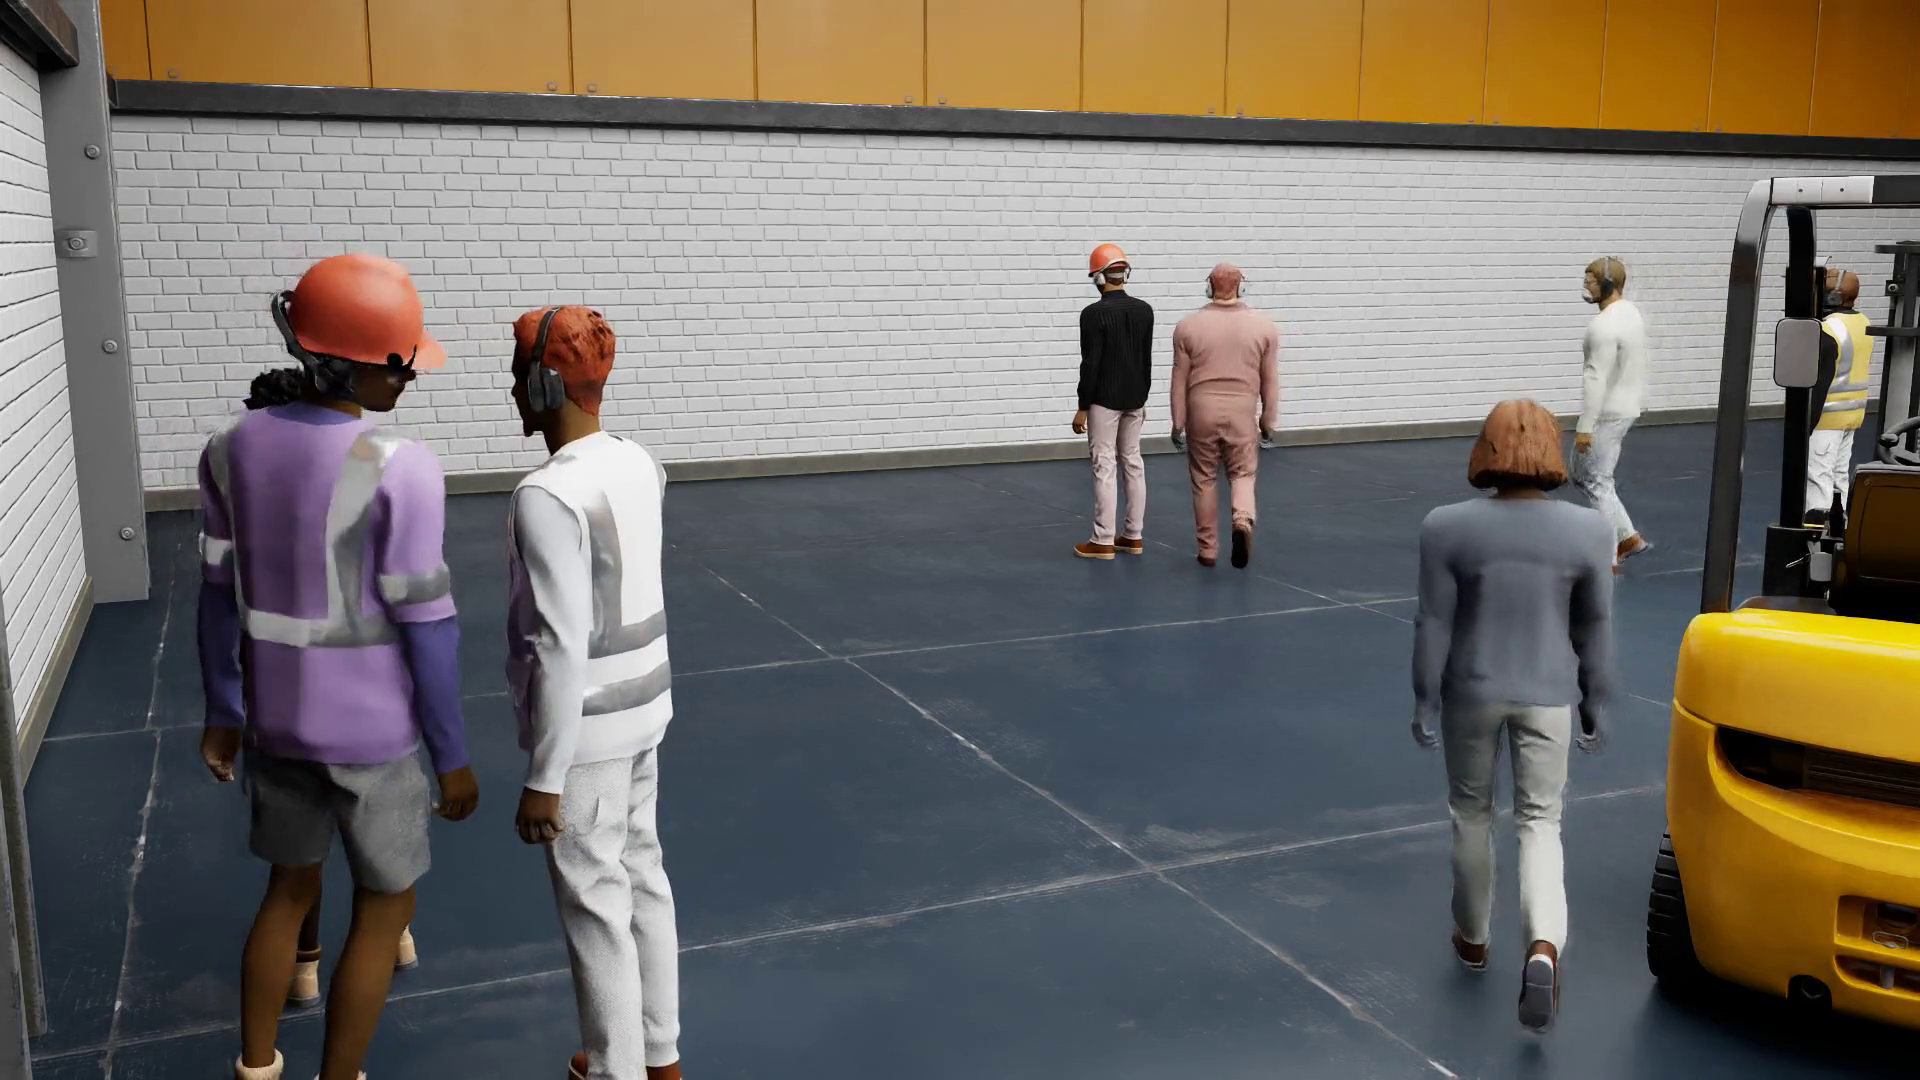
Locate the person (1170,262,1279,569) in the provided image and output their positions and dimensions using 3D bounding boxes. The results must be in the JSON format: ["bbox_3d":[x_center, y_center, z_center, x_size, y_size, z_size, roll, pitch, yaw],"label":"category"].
[{"bbox_3d":[1.595,-0.734,10.080,0.656,1.883,0.674,1,10,4],"label":"person"}]

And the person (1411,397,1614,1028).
[{"bbox_3d":[1.446,0.436,4.371,0.508,1.612,0.689,2,11,13],"label":"person"}]

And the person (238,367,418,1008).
[{"bbox_3d":[-1.721,0.387,4.446,0.321,1.691,0.532,9,13,40],"label":"person"}]

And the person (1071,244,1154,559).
[{"bbox_3d":[0.958,-0.871,10.557,0.610,1.985,0.393,-8,13,-39],"label":"person"}]

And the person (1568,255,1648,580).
[{"bbox_3d":[3.801,-0.714,9.865,0.426,1.919,0.651,6,12,32],"label":"person"}]

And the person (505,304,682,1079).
[{"bbox_3d":[-0.812,0.430,3.669,0.337,1.879,0.584,2,10,10],"label":"person"}]

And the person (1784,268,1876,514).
[{"bbox_3d":[5.167,-0.693,9.965,0.627,1.847,0.429,-9,13,-40],"label":"person"}]

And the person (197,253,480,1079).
[{"bbox_3d":[-1.393,0.402,3.560,0.762,1.994,0.392,5,11,24],"label":"person"}]

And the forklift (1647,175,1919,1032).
[{"bbox_3d":[2.810,0.094,4.662,1.214,2.155,2.313,7,12,34],"label":"forklift"}]
